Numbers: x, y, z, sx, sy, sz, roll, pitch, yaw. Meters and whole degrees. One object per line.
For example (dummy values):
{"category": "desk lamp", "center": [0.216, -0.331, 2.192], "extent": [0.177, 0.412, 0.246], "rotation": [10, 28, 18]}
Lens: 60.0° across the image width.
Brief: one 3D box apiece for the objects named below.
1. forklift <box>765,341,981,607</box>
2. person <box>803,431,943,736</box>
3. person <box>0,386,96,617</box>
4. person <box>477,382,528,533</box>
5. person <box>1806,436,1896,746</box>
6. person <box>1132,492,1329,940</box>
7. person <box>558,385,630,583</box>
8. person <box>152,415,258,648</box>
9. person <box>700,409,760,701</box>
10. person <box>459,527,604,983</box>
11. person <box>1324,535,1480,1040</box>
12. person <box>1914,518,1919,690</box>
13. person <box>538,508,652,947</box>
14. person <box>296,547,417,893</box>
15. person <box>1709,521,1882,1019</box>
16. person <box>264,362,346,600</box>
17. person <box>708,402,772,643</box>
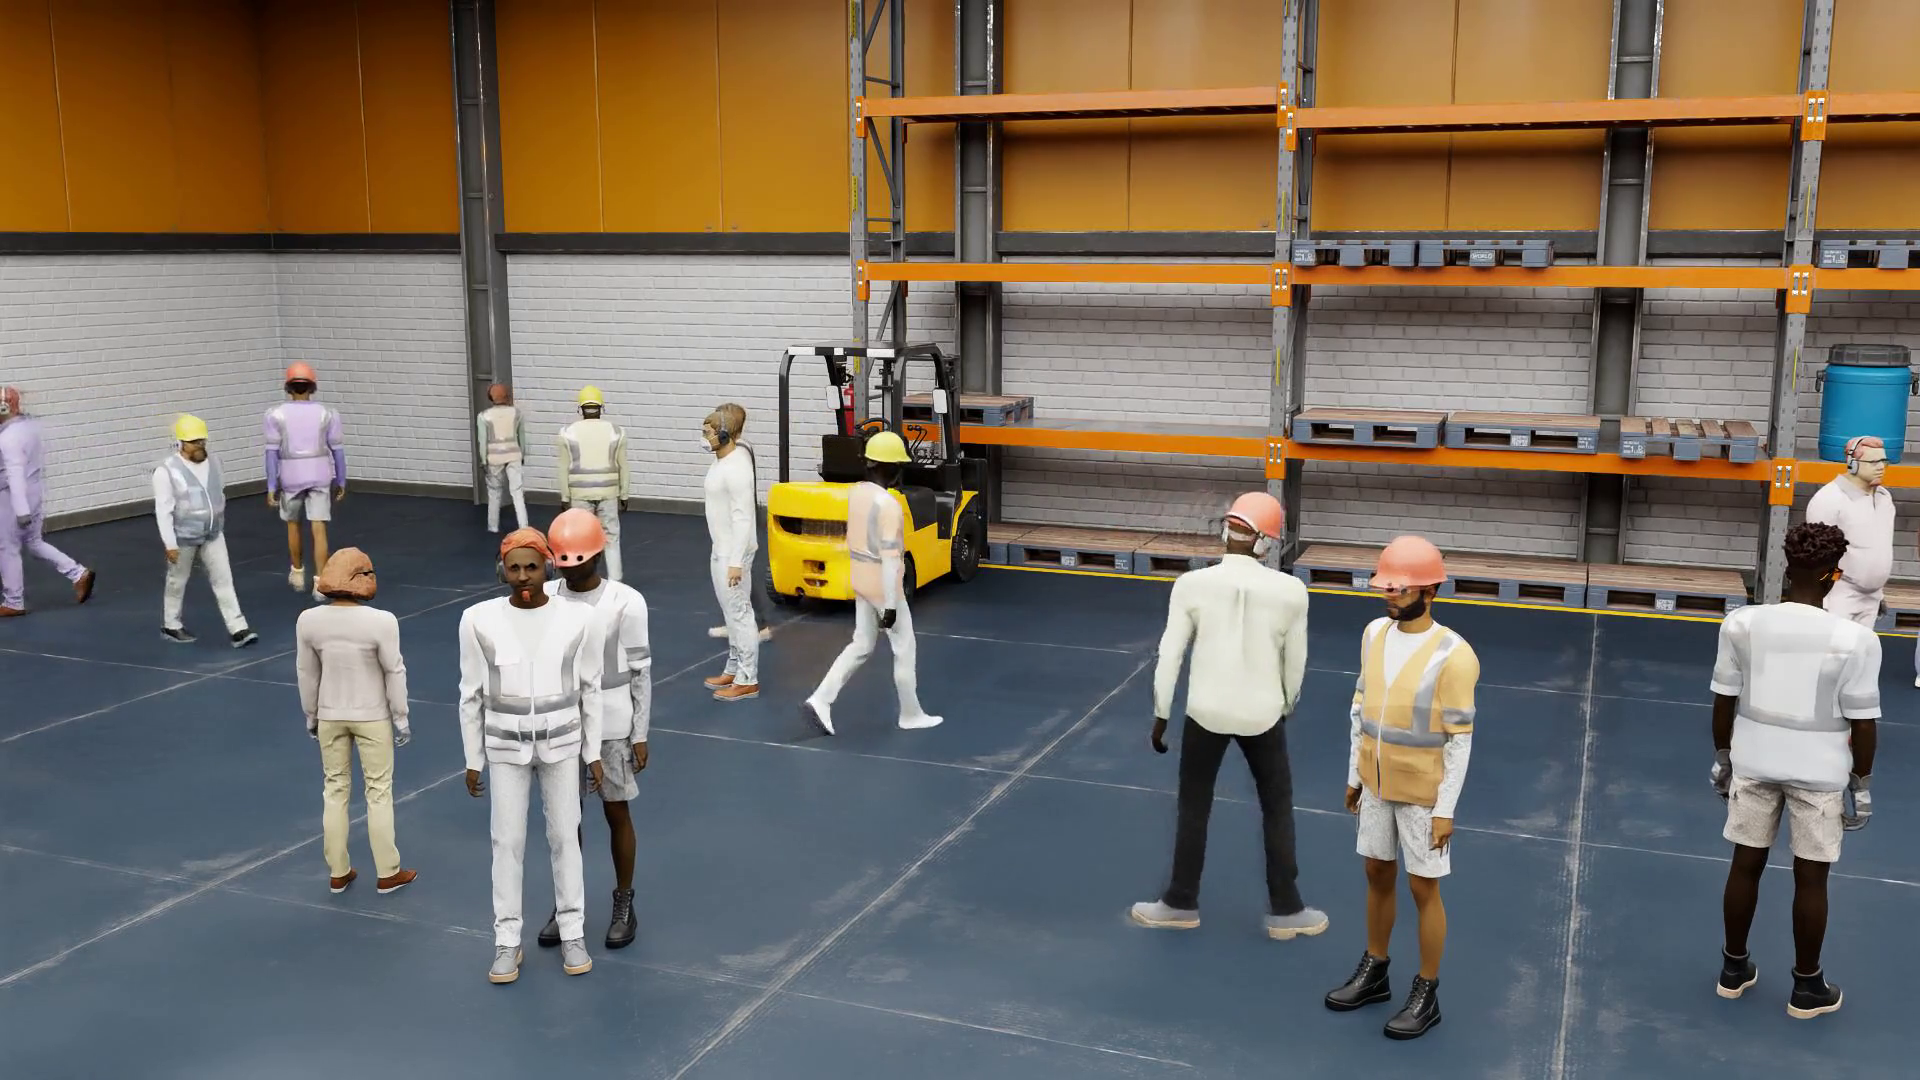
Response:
{"category": "forklift", "center": [-0.739, -0.602, 14.246], "extent": [1.214, 2.155, 2.313], "rotation": [4, 11, 21]}
{"category": "person", "center": [-0.542, 0.275, 10.206], "extent": [0.843, 1.897, 0.587], "rotation": [-7, 12, -33]}
{"category": "person", "center": [-7.553, -0.318, 13.505], "extent": [0.739, 1.890, 0.634], "rotation": [-2, 10, -13]}
{"category": "person", "center": [-4.683, -0.821, 17.093], "extent": [0.508, 1.602, 0.830], "rotation": [-5, 11, -27]}
{"category": "person", "center": [5.280, 0.331, 9.852], "extent": [0.642, 1.909, 0.399], "rotation": [-5, 11, -27]}
{"category": "person", "center": [1.179, 0.769, 7.308], "extent": [0.835, 1.955, 0.432], "rotation": [1, 10, 4]}
{"category": "person", "center": [-3.115, -0.404, 14.188], "extent": [0.593, 1.823, 0.403], "rotation": [-4, 11, -19]}
{"category": "person", "center": [-5.698, -0.056, 12.395], "extent": [0.968, 1.766, 0.615], "rotation": [6, 12, 30]}
{"category": "person", "center": [-1.526, 0.097, 11.061], "extent": [0.356, 1.938, 0.633], "rotation": [-3, 11, -17]}
{"category": "person", "center": [-1.757, 0.880, 6.861], "extent": [0.574, 1.883, 0.356], "rotation": [-3, 11, -15]}
{"category": "person", "center": [1.695, 0.937, 6.388], "extent": [0.354, 1.938, 0.544], "rotation": [-7, 12, -34]}
{"category": "person", "center": [6.686, 0.168, 11.146], "extent": [0.315, 1.769, 0.523], "rotation": [-6, 12, -30]}
{"category": "person", "center": [-1.600, 0.808, 7.129], "extent": [0.548, 1.927, 0.387], "rotation": [1, 10, 7]}
{"category": "person", "center": [-2.815, 0.842, 7.764], "extent": [0.507, 1.631, 0.278], "rotation": [1, 10, 5]}
{"category": "person", "center": [3.274, 0.893, 6.552], "extent": [0.616, 1.964, 0.361], "rotation": [10, 14, 44]}
{"category": "person", "center": [-5.638, -0.523, 14.321], "extent": [0.651, 2.004, 0.932], "rotation": [-5, 11, -25]}
{"category": "person", "center": [-1.703, -0.123, 12.589], "extent": [0.408, 1.853, 0.514], "rotation": [0, 10, -2]}
